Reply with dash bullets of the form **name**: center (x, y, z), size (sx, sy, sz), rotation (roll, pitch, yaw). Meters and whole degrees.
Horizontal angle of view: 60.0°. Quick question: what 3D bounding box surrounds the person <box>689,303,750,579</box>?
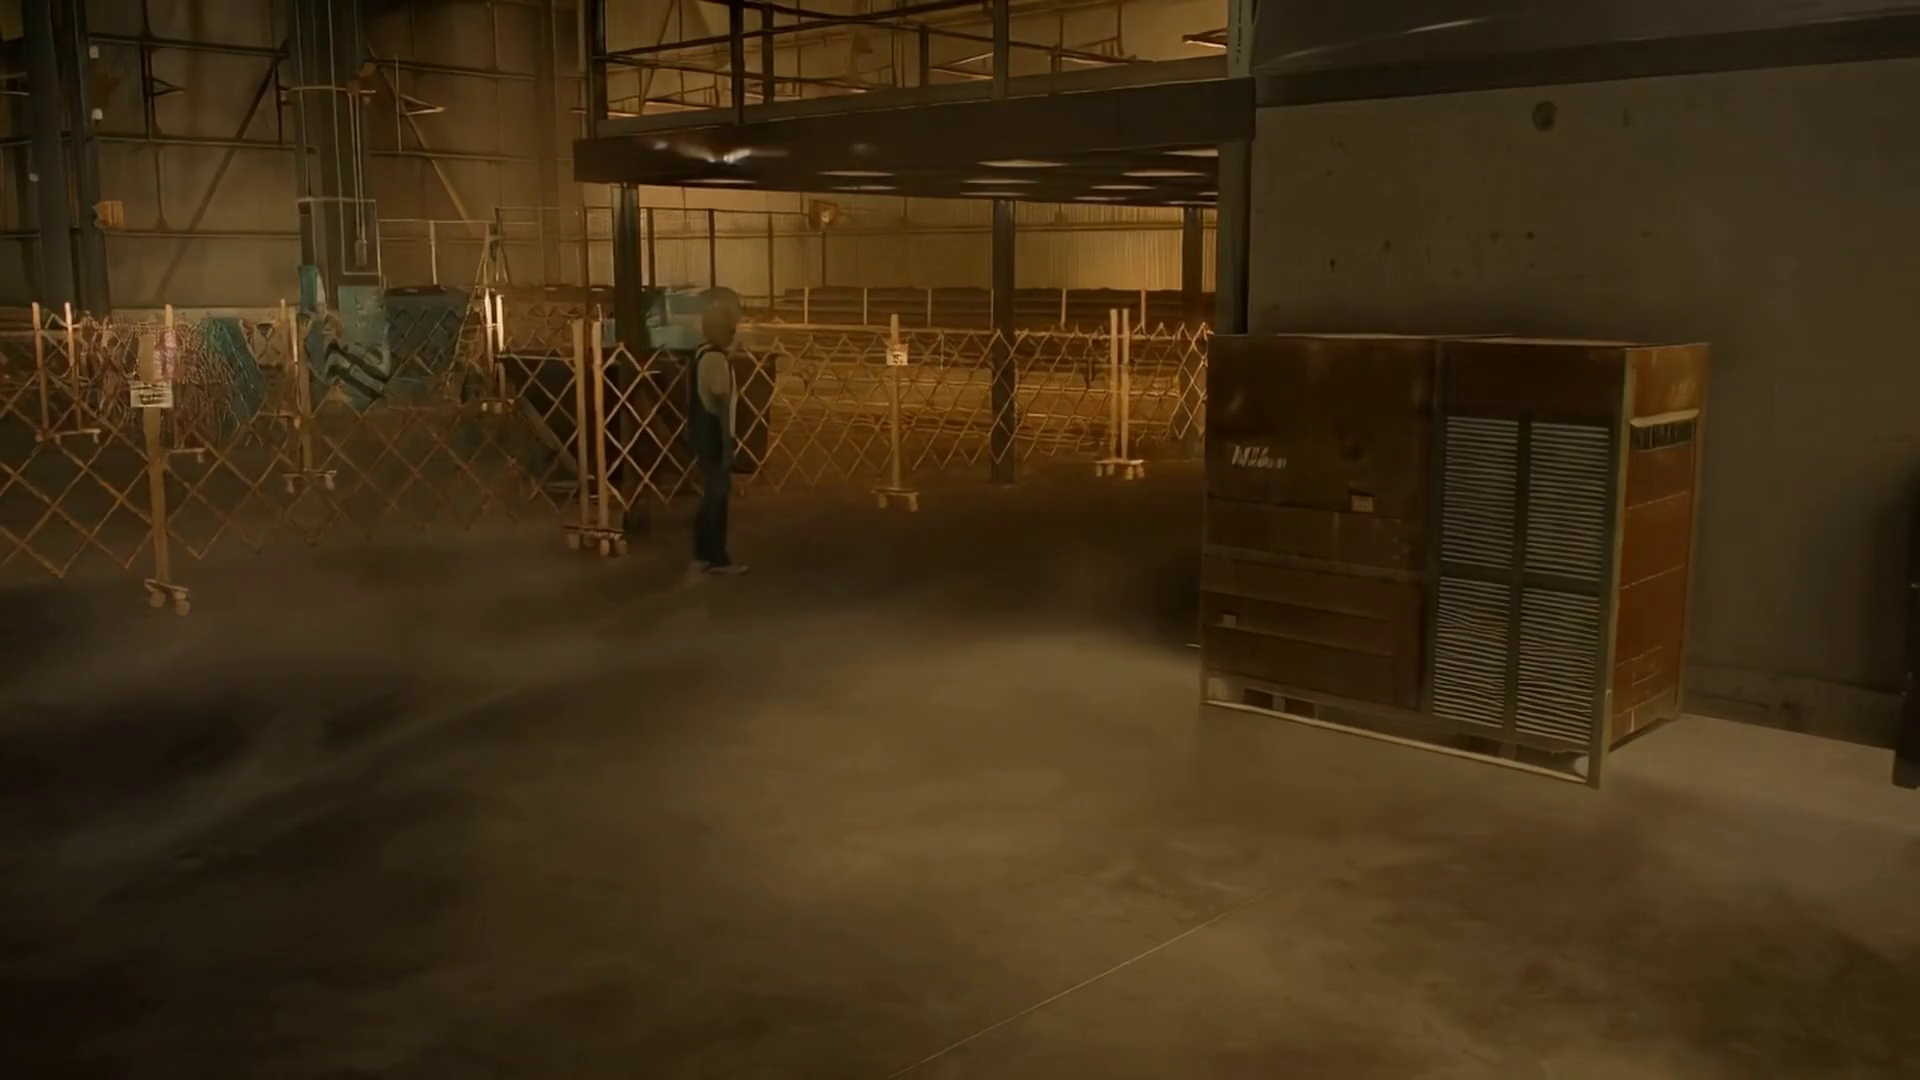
- **person**: center (-1.643, -0.663, 11.179), size (0.328, 1.842, 0.515), rotation (-5, 10, -27)
